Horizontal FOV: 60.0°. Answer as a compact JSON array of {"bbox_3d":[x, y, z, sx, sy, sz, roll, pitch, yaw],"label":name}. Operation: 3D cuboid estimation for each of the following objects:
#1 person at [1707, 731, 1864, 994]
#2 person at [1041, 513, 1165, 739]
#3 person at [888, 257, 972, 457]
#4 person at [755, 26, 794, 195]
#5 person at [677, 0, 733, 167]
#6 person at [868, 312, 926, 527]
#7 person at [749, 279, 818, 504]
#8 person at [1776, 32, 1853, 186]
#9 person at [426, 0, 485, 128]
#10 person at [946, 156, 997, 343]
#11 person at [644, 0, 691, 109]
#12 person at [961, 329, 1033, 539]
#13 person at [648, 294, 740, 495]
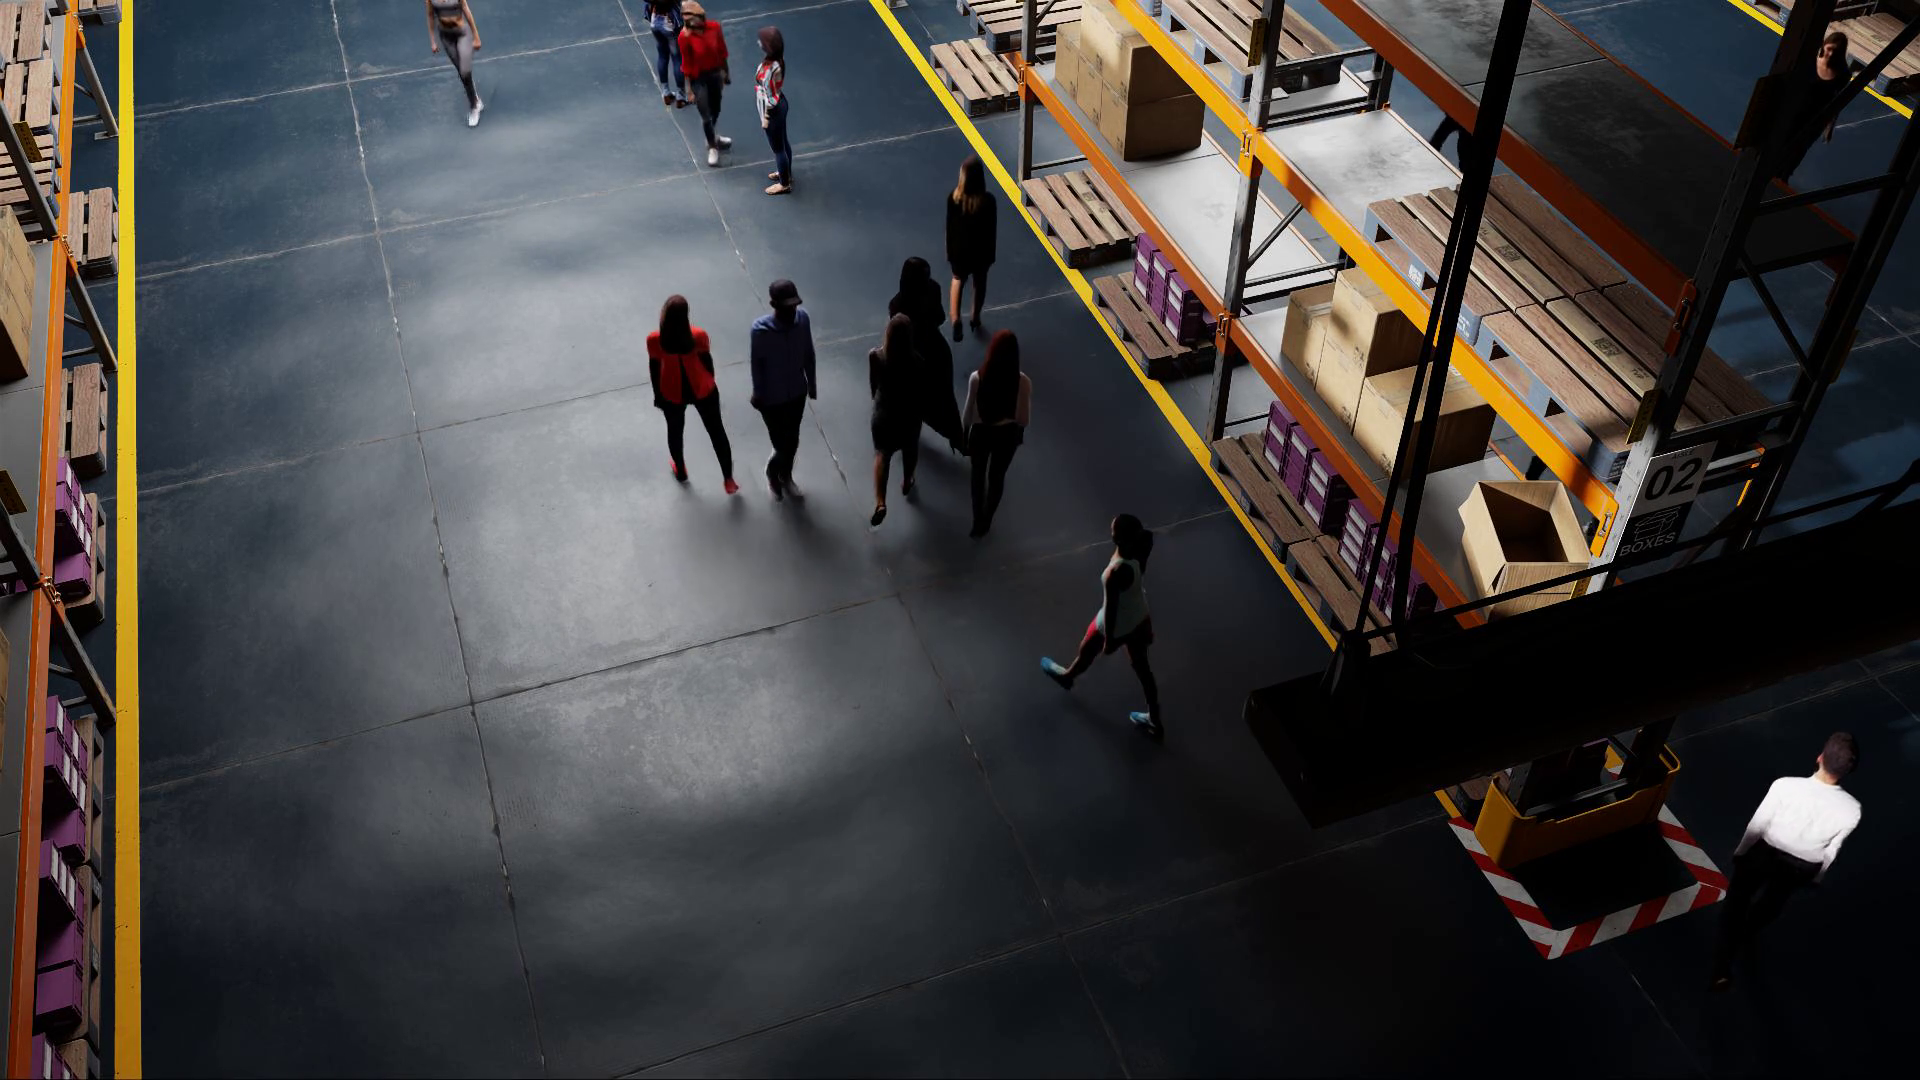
[{"bbox_3d":[4.439,1.794,9.006,1.077,1.837,1.108,20,47,20],"label":"person"},{"bbox_3d":[1.076,0.567,10.387,1.266,1.710,1.009,31,52,29],"label":"person"},{"bbox_3d":[-0.398,-1.398,12.456,1.241,1.701,1.005,33,52,30],"label":"person"},{"bbox_3d":[-1.686,-3.932,15.180,0.717,1.612,0.584,3,44,3],"label":"person"},{"bbox_3d":[-2.363,-4.300,15.528,0.776,1.666,0.787,32,52,29],"label":"person"},{"bbox_3d":[-0.477,-0.833,11.878,0.848,1.680,1.080,5,44,5],"label":"person"},{"bbox_3d":[-1.325,-1.131,12.054,0.756,1.869,0.740,-24,49,-23],"label":"person"},{"bbox_3d":[7.673,-3.822,15.036,1.017,1.652,1.117,15,46,15],"label":"person"},{"bbox_3d":[-4.869,-4.904,16.146,0.743,1.687,0.802,2,44,2],"label":"person"},{"bbox_3d":[0.072,-2.280,13.411,0.790,1.661,0.921,7,44,8],"label":"person"},{"bbox_3d":[-2.884,-5.037,16.331,0.688,1.625,0.759,20,47,20],"label":"person"},{"bbox_3d":[0.247,-0.633,11.629,0.773,1.734,0.838,-1,44,-1],"label":"person"},{"bbox_3d":[-1.949,-1.049,12.098,0.800,1.689,0.917,-14,45,-14],"label":"person"}]
